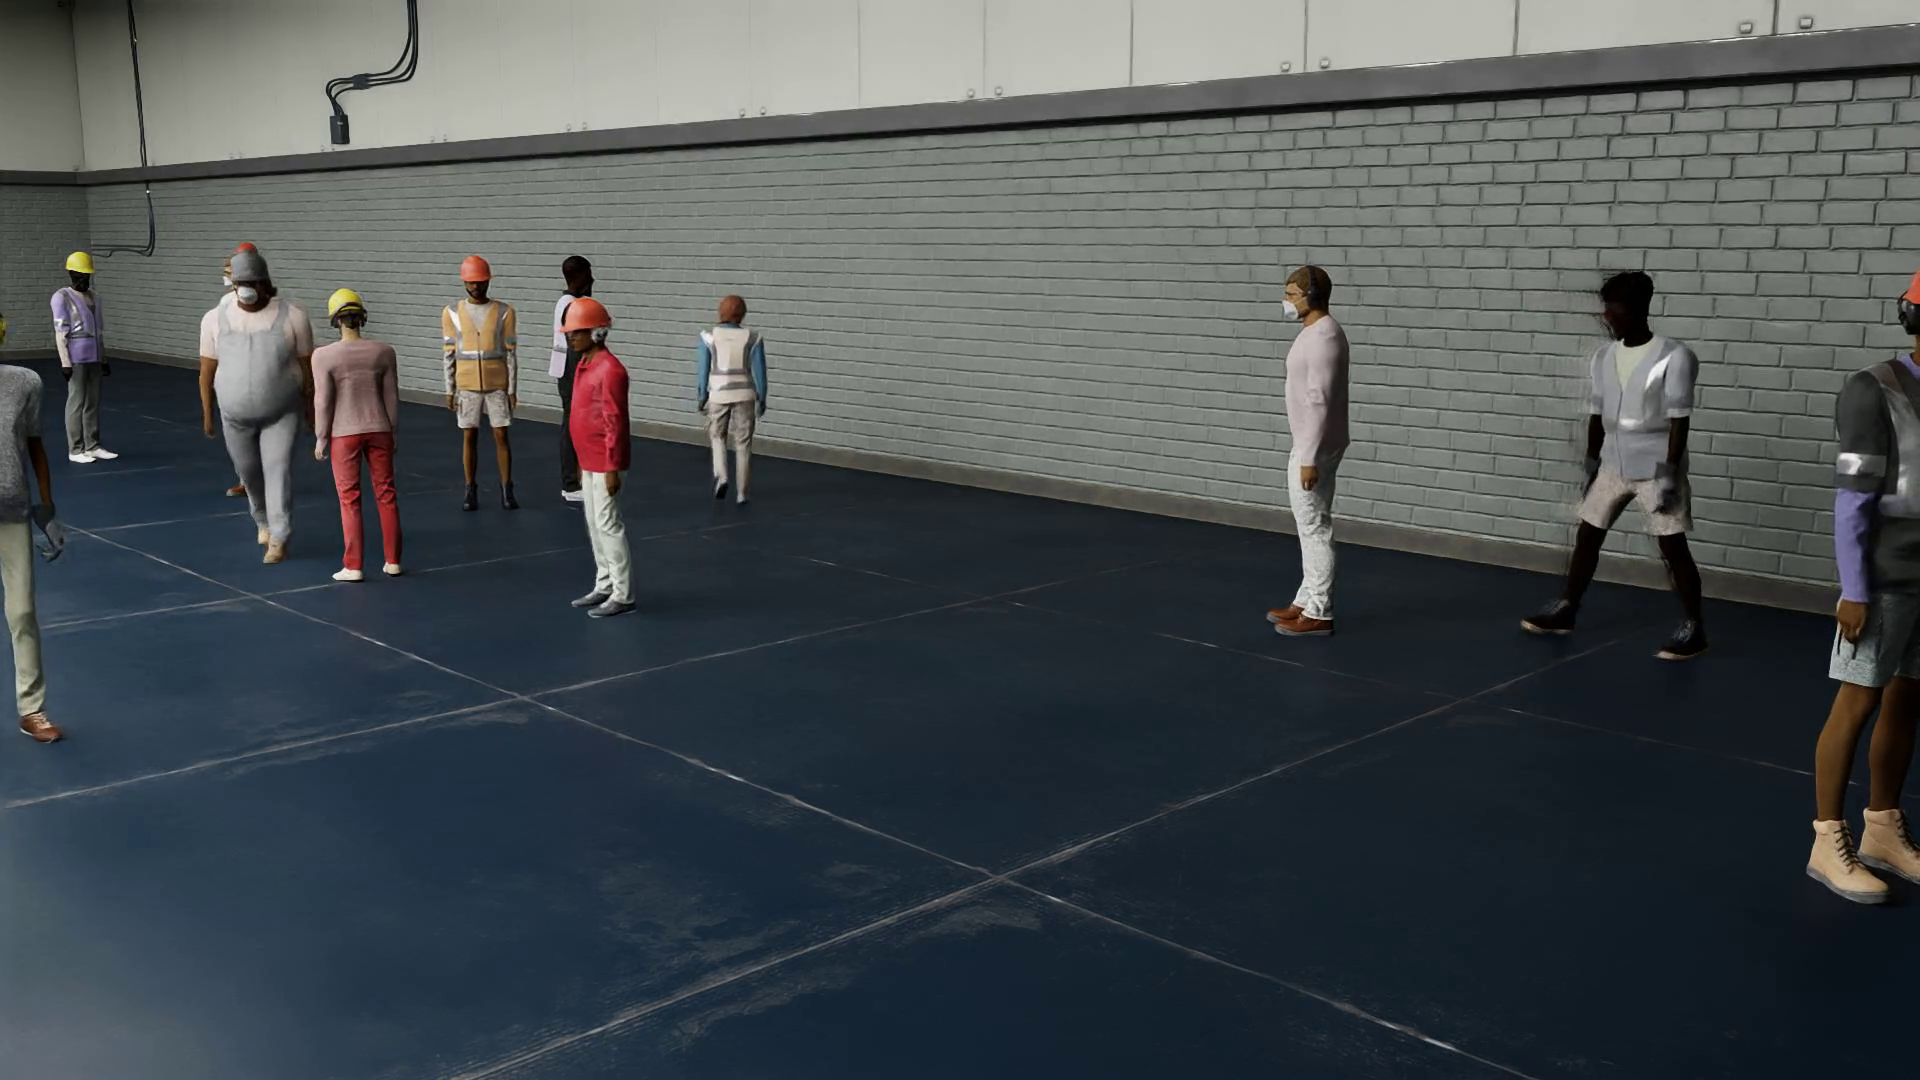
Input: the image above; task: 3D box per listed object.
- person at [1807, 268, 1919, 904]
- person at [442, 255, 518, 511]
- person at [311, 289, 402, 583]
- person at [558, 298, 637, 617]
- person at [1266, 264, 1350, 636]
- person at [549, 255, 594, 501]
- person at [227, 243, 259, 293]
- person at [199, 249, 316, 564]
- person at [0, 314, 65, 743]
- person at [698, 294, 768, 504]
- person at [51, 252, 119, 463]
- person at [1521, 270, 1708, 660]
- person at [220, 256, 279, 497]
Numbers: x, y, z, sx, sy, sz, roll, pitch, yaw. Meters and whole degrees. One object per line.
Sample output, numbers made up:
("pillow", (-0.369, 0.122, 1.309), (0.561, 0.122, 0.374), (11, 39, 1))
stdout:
("person", (2.996, 0.117, 5.213), (0.606, 2.039, 0.395), (-4, 11, -21))
("person", (-3.606, -1.172, 12.541), (0.543, 1.928, 0.379), (-2, 11, -11))
("person", (-3.626, -0.621, 10.007), (0.524, 1.760, 0.327), (-10, 14, -42))
("person", (-1.996, -0.451, 9.120), (0.363, 1.742, 0.584), (-5, 12, -27))
("person", (1.829, -0.460, 8.666), (0.386, 1.931, 0.637), (1, 10, 8))
("person", (-3.040, -1.271, 13.108), (0.396, 1.919, 0.590), (-3, 11, -15))
("person", (-8.704, -2.636, 20.385), (0.622, 1.987, 0.406), (6, 12, 30))
("person", (-4.563, -0.918, 10.852), (0.689, 2.000, 0.982), (-2, 11, -11))
("person", (-3.915, -0.070, 6.704), (0.533, 1.864, 0.310), (-9, 14, -40))
("person", (-1.753, -1.085, 12.891), (0.541, 1.626, 0.376), (-1, 10, -3))
("person", (-8.039, -1.675, 15.294), (0.377, 1.922, 0.593), (2, 11, 9))
("person", (3.321, -0.387, 8.338), (0.561, 1.918, 0.785), (-5, 12, -27))
("person", (-5.573, -1.285, 13.141), (0.629, 1.936, 0.372), (5, 11, 25))
